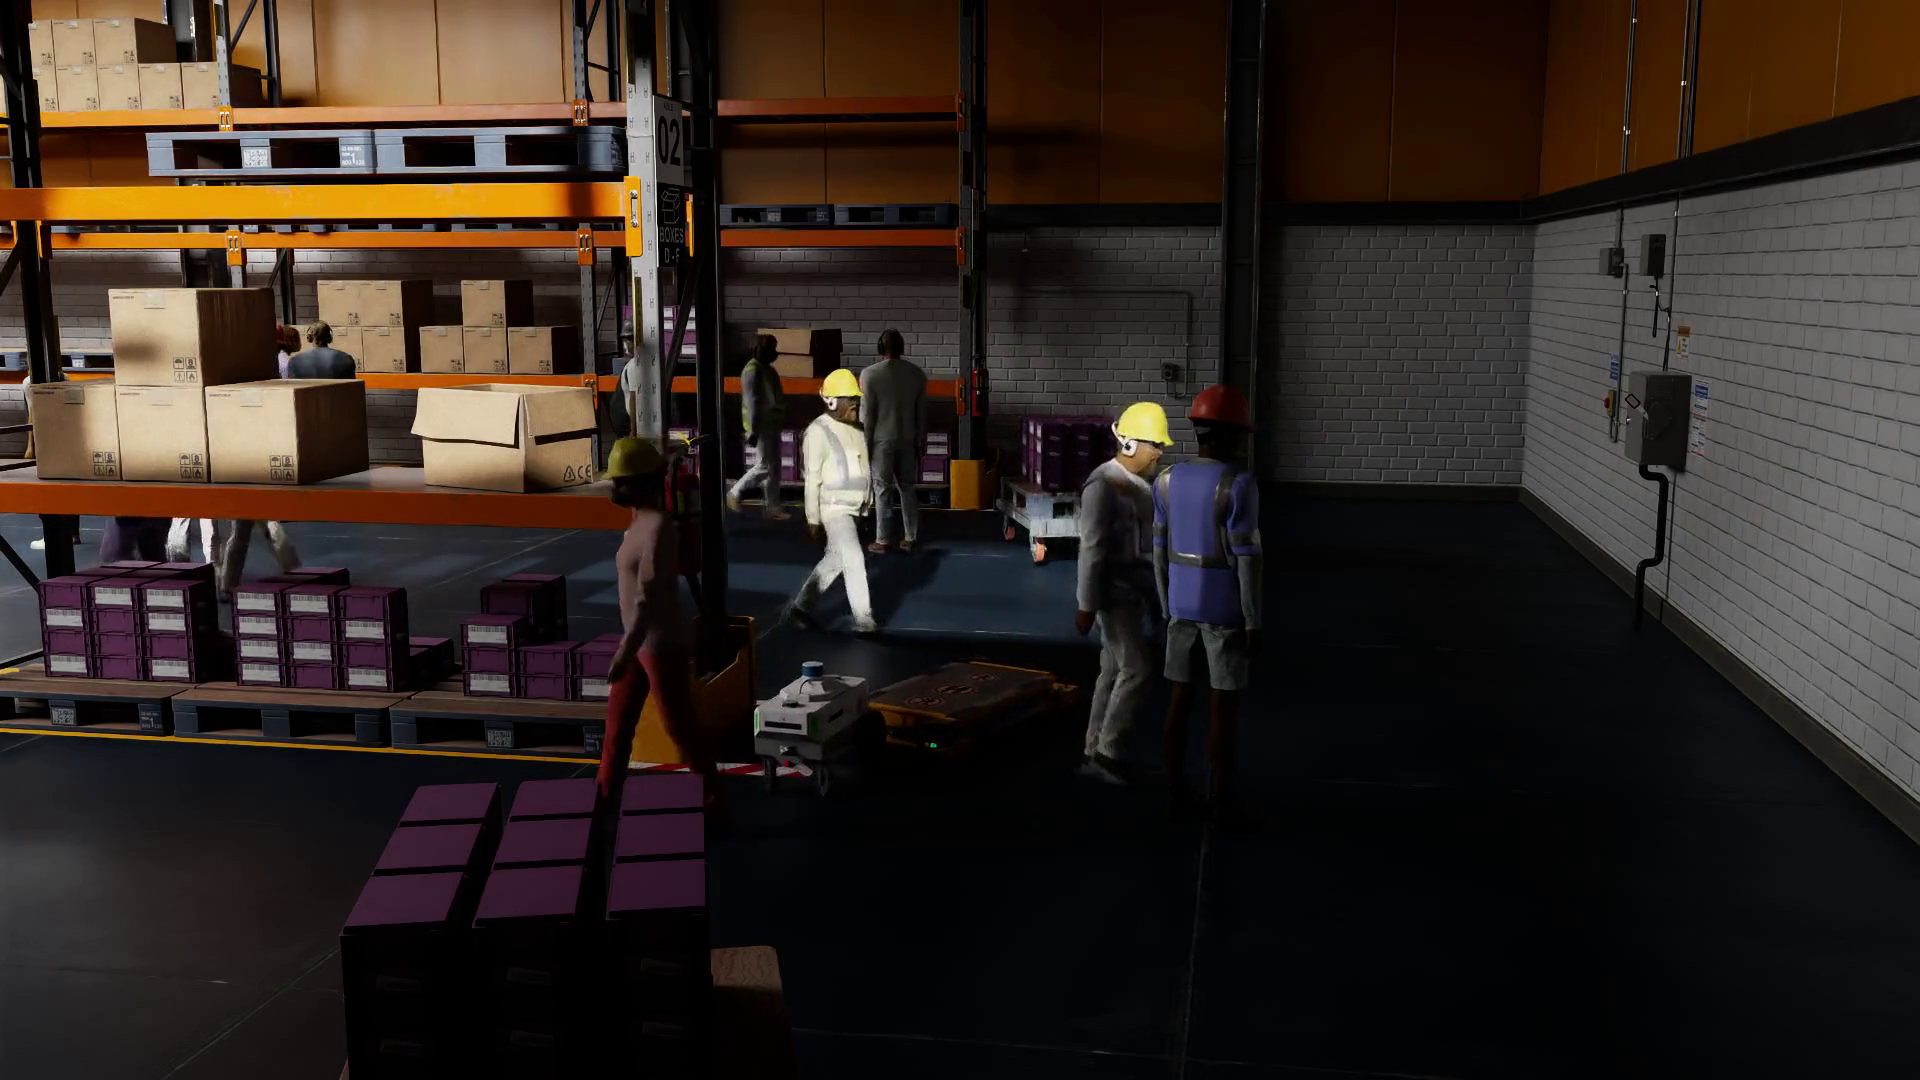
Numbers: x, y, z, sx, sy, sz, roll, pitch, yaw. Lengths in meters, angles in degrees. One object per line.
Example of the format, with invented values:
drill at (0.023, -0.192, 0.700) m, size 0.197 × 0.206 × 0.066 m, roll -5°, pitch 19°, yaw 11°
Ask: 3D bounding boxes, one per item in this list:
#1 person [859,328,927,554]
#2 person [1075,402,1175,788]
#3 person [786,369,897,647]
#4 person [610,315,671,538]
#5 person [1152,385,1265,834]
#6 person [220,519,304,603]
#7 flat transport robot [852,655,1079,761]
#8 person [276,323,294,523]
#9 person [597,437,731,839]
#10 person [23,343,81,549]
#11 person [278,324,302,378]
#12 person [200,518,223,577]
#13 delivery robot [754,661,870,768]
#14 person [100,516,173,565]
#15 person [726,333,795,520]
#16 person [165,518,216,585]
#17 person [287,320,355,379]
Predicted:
person at (-0.575, -0.838, 14.236) m, size 0.633 × 1.933 × 0.365 m, roll -6°, pitch 11°, yaw -32°
person at (0.801, 0.257, 7.809) m, size 0.525 × 1.801 × 0.604 m, roll 5°, pitch 10°, yaw 28°
person at (-0.805, -0.226, 10.850) m, size 0.894 × 1.795 × 0.602 m, roll 5°, pitch 10°, yaw 27°
person at (-2.905, -1.039, 15.129) m, size 0.536 × 2.000 × 0.686 m, roll 1°, pitch 9°, yaw 6°
person at (1.091, 0.297, 7.191) m, size 0.375 × 1.927 × 0.543 m, roll -9°, pitch 13°, yaw -44°
person at (-5.041, -0.340, 12.150) m, size 0.840 × 1.600 × 0.518 m, roll -4°, pitch 10°, yaw -26°
flat transport robot at (0.010, 0.864, 8.797) m, size 0.652 × 0.197 × 1.431 m, roll 6°, pitch 11°, yaw 32°
person at (-6.625, -1.128, 16.039) m, size 0.377 × 1.924 × 0.552 m, roll -5°, pitch 10°, yaw -28°
person at (-1.339, 0.438, 6.918) m, size 0.783 × 1.731 × 0.530 m, roll -4°, pitch 10°, yaw -23°
person at (-7.948, -0.840, 14.503) m, size 0.346 × 1.846 × 0.505 m, roll 1°, pitch 9°, yaw 9°
person at (-6.869, -1.224, 16.769) m, size 0.953 × 1.899 × 0.641 m, roll -8°, pitch 12°, yaw -39°
person at (-6.034, -0.675, 13.043) m, size 0.610 × 1.986 × 0.393 m, roll -6°, pitch 11°, yaw -34°
delivery robot at (-0.697, 0.821, 7.897) m, size 0.477 × 0.478 × 0.707 m, roll 3°, pitch 10°, yaw 18°
person at (-5.375, -0.283, 10.932) m, size 0.440 × 1.879 × 0.683 m, roll 1°, pitch 9°, yaw 5°
person at (-1.932, -1.083, 16.085) m, size 0.566 × 1.826 × 0.628 m, roll 2°, pitch 9°, yaw 11°
person at (-5.887, -0.540, 12.515) m, size 0.341 × 1.883 × 0.587 m, roll -7°, pitch 11°, yaw -36°
person at (-6.234, -1.180, 16.319) m, size 0.629 × 1.940 × 0.377 m, roll -4°, pitch 10°, yaw -25°
